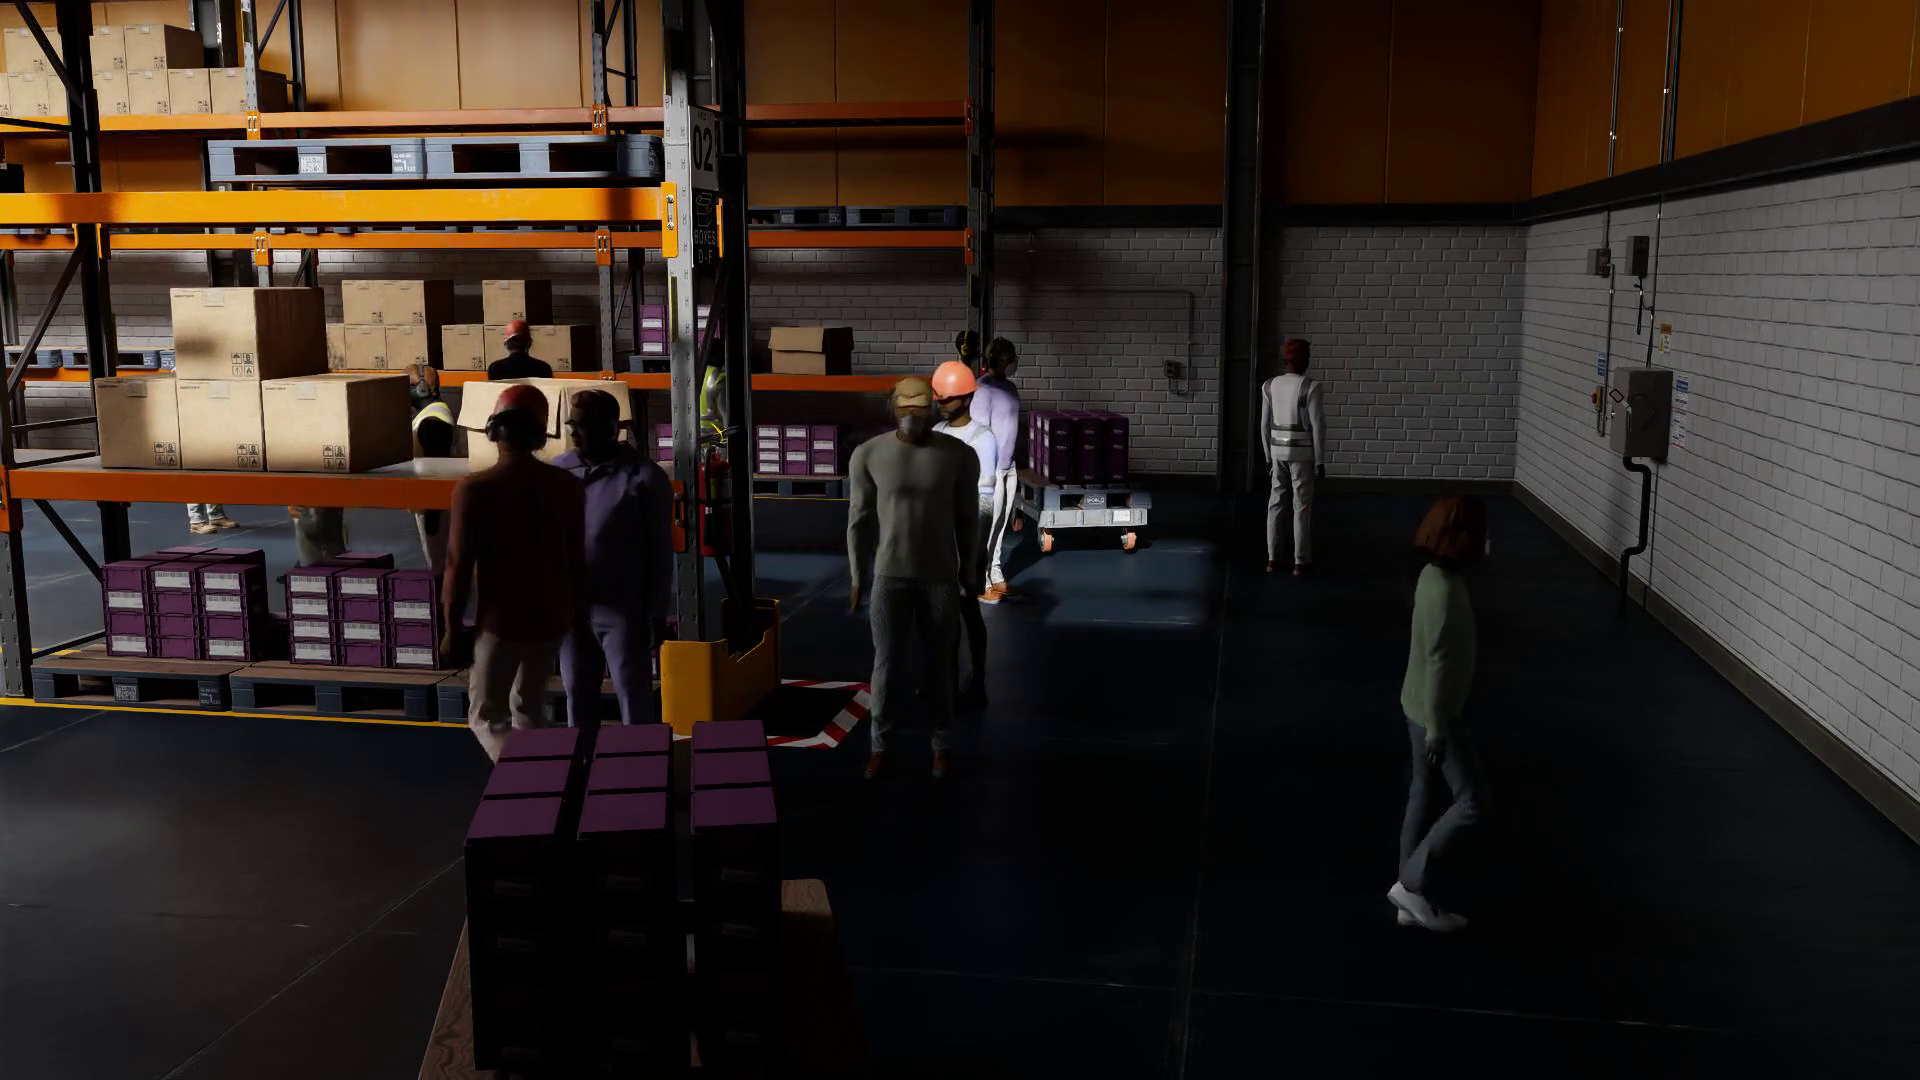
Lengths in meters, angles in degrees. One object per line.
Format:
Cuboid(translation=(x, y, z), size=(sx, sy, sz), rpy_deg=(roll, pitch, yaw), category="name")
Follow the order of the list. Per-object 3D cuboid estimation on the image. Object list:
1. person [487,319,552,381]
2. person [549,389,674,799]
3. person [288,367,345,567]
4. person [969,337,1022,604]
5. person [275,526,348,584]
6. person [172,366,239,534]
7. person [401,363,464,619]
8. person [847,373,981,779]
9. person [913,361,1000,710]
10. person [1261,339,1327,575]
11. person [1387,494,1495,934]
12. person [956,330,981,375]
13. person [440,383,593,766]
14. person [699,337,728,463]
Cuboid(translation=(-3.925, -0.970, 14.852), size=(0.629, 1.992, 0.399), rpy_deg=(-7, 11, -37), category="person")
Cuboid(translation=(-1.584, 0.288, 7.332), size=(0.637, 1.904, 0.403), rpy_deg=(3, 10, 17), category="person")
Cuboid(translation=(-4.495, -0.334, 11.554), size=(0.442, 1.789, 0.733), rpy_deg=(4, 10, 24), category="person")
Cuboid(translation=(0.262, -0.514, 12.189), size=(0.355, 1.937, 0.634), rpy_deg=(4, 10, 24), category="person")
Cuboid(translation=(-5.089, -0.607, 12.849), size=(0.571, 1.905, 0.823), rpy_deg=(8, 12, 40), category="person")
Cuboid(translation=(-6.993, -0.987, 15.422), size=(0.429, 1.846, 0.625), rpy_deg=(2, 9, 13), category="person")
Cuboid(translation=(-3.396, -0.215, 10.686), size=(0.430, 1.836, 0.621), rpy_deg=(-4, 10, -22), category="person")
Cuboid(translation=(-0.217, 0.177, 7.906), size=(0.635, 1.936, 0.355), rpy_deg=(0, 9, -3), category="person")
Cuboid(translation=(-0.024, -0.022, 9.194), size=(0.380, 1.926, 0.545), rpy_deg=(-6, 11, -35), category="person")
Cuboid(translation=(2.665, -0.658, 13.259), size=(0.576, 1.882, 0.355), rpy_deg=(9, 13, 44), category="person")
Cuboid(translation=(1.762, 0.638, 5.999), size=(0.349, 1.617, 0.527), rpy_deg=(2, 9, 12), category="person")
Cuboid(translation=(0.047, -1.035, 15.639), size=(0.309, 1.868, 0.535), rpy_deg=(0, 9, -1), category="person")
Cuboid(translation=(-1.793, 0.333, 6.863), size=(0.699, 1.953, 0.633), rpy_deg=(8, 12, 41), category="person")
Cuboid(translation=(-2.137, -0.839, 14.503), size=(0.621, 1.845, 0.429), rpy_deg=(8, 12, 41), category="person")
